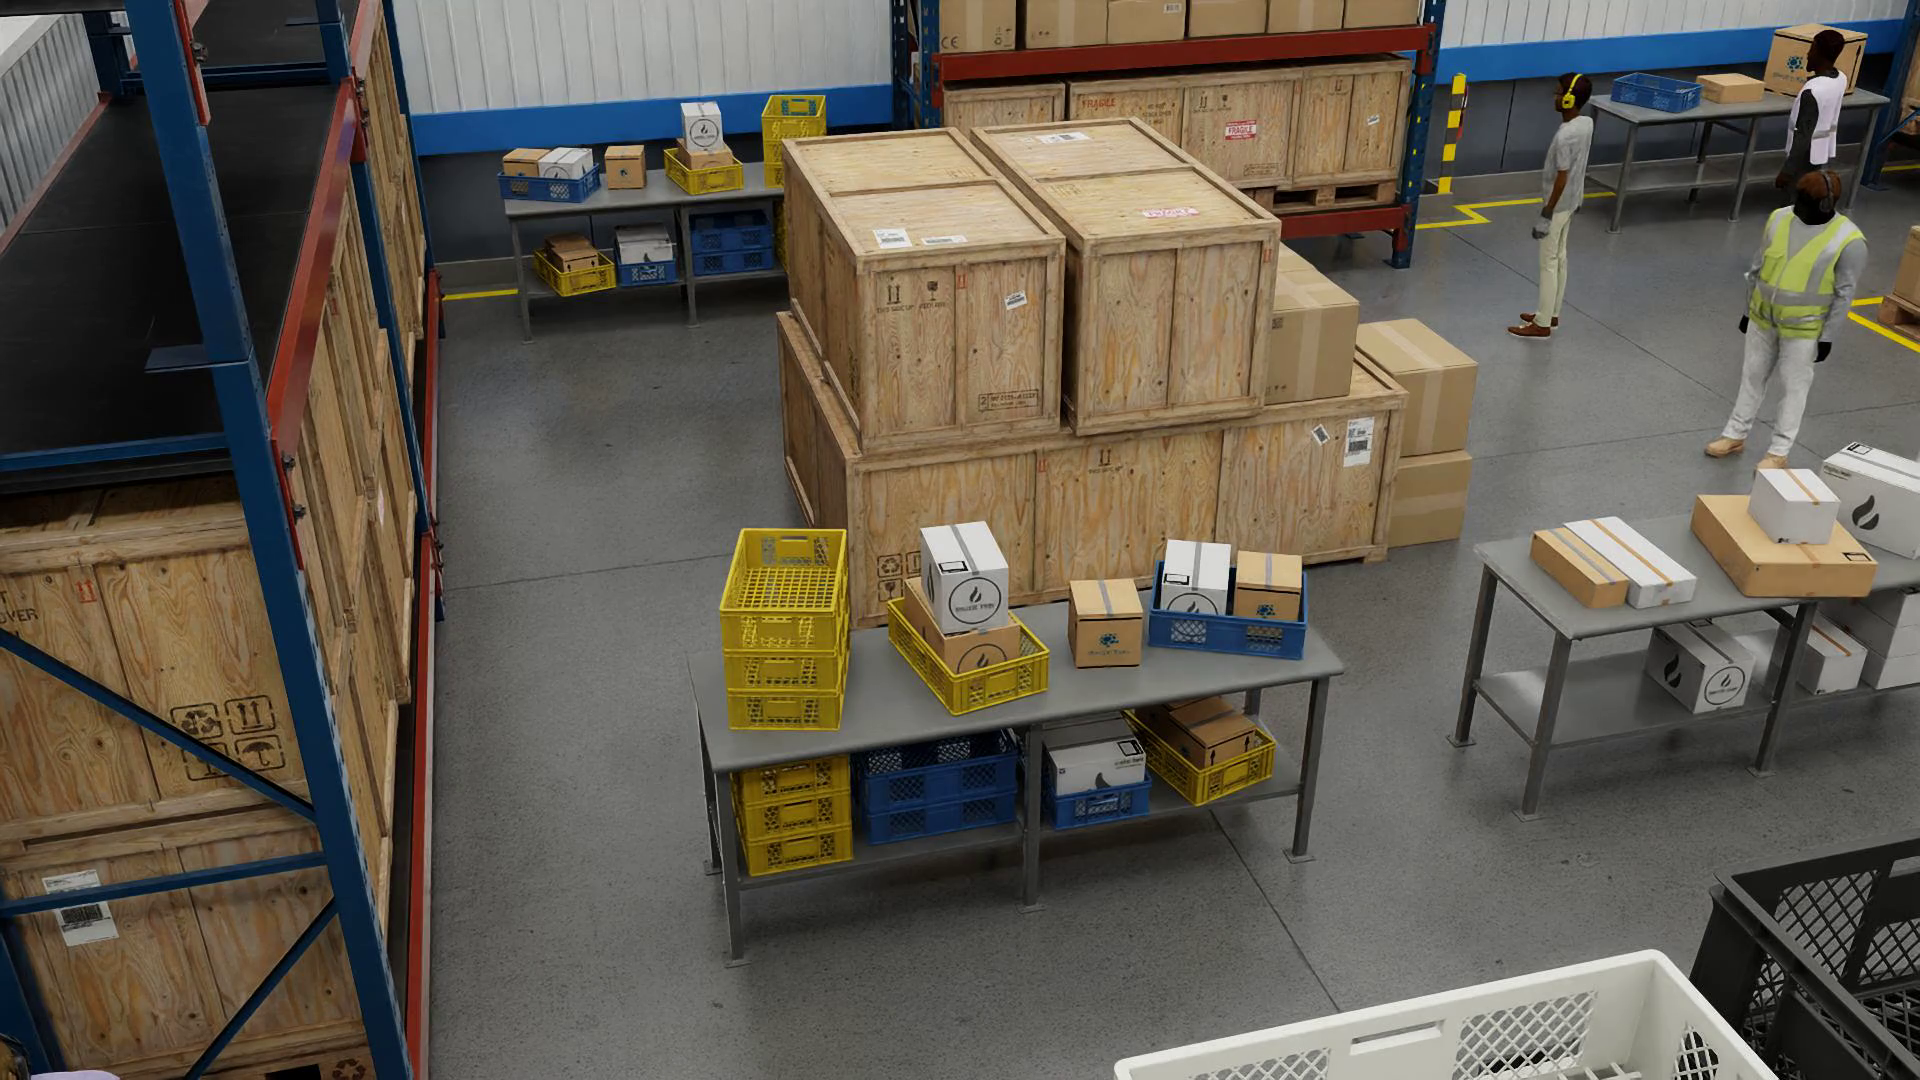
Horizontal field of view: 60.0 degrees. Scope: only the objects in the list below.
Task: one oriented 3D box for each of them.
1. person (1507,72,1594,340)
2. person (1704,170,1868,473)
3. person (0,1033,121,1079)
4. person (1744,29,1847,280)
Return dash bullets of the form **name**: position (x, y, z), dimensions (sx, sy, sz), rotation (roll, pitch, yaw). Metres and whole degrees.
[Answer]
- **person**: position (4.179, -2.334, 11.678), dimensions (0.327, 1.874, 0.517), rotation (19, 34, 31)
- **person**: position (4.873, -1.275, 9.793), dimensions (0.430, 1.838, 0.624), rotation (-17, 33, -28)
- **person**: position (-2.148, 1.880, 3.971), dimensions (0.625, 1.933, 0.374), rotation (-25, 37, -38)
- **person**: position (6.416, -2.895, 12.648), dimensions (0.392, 1.919, 0.592), rotation (23, 36, 35)
